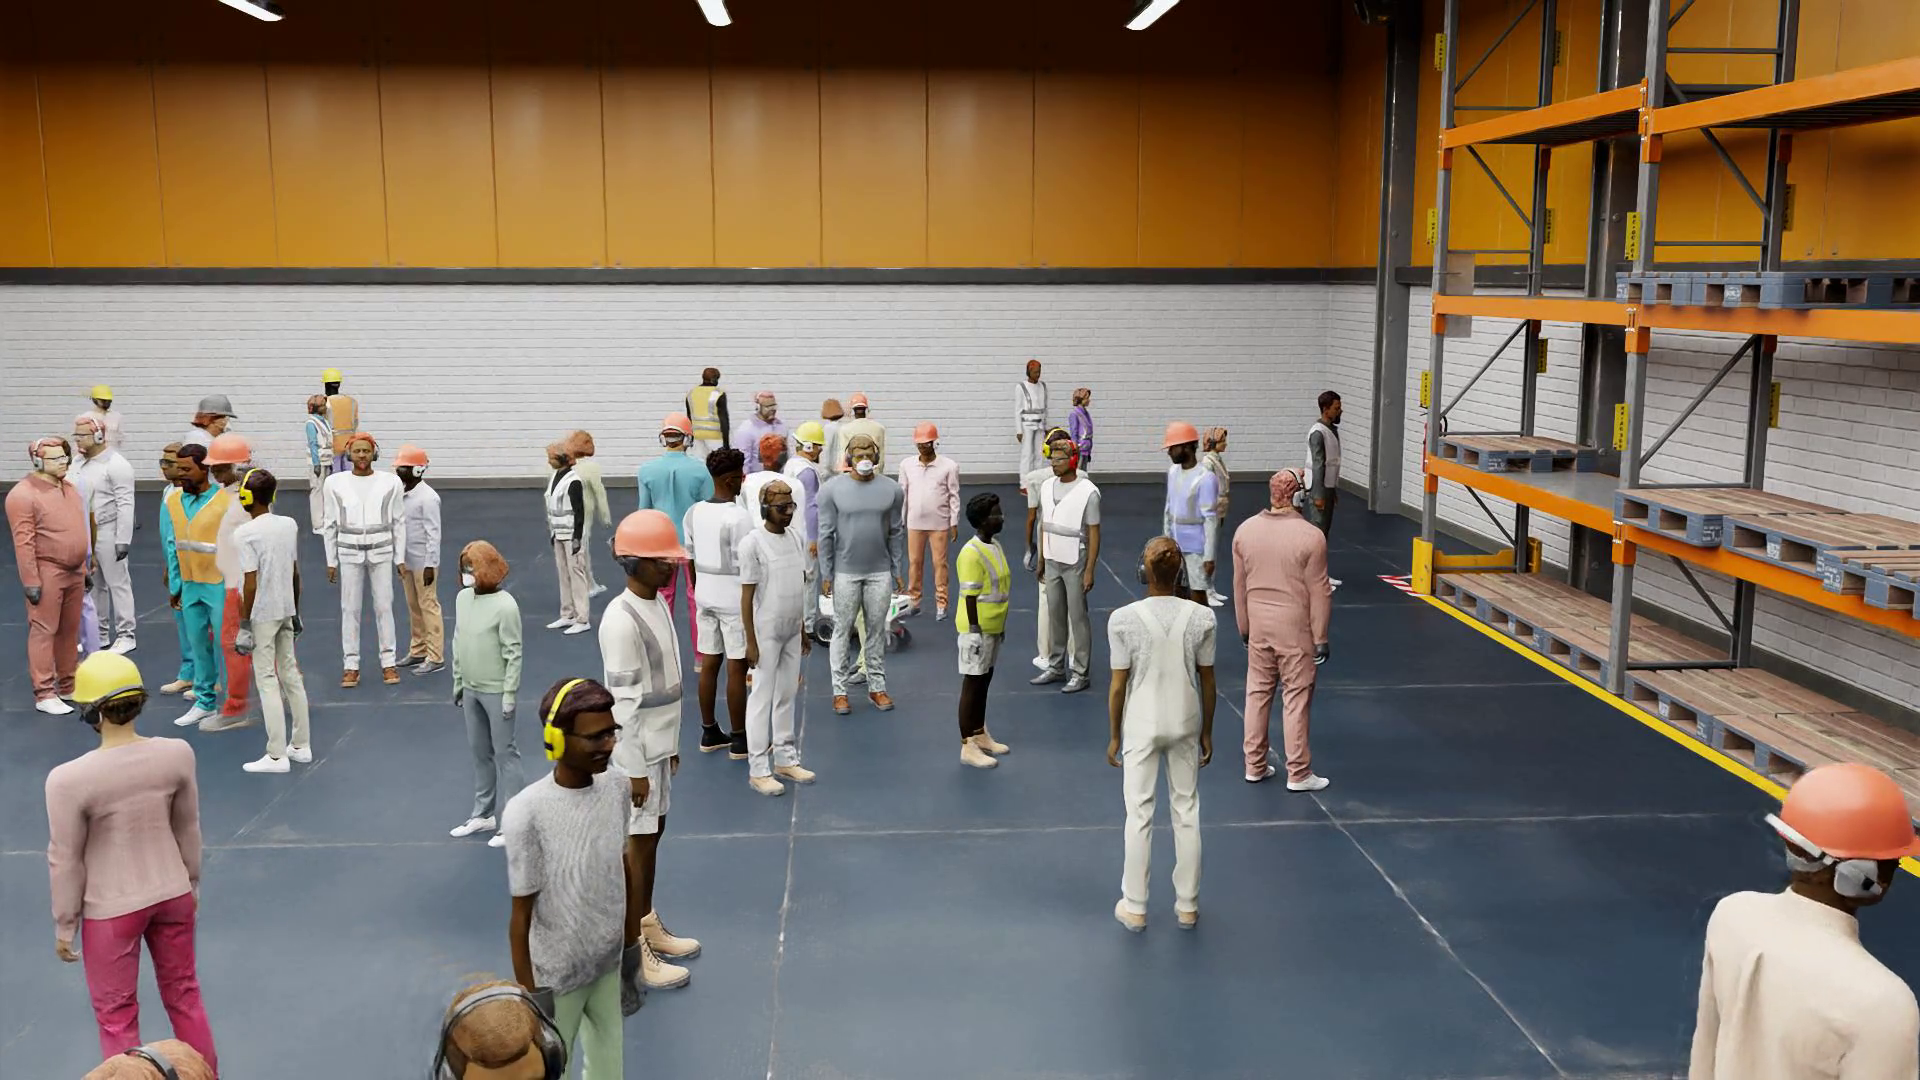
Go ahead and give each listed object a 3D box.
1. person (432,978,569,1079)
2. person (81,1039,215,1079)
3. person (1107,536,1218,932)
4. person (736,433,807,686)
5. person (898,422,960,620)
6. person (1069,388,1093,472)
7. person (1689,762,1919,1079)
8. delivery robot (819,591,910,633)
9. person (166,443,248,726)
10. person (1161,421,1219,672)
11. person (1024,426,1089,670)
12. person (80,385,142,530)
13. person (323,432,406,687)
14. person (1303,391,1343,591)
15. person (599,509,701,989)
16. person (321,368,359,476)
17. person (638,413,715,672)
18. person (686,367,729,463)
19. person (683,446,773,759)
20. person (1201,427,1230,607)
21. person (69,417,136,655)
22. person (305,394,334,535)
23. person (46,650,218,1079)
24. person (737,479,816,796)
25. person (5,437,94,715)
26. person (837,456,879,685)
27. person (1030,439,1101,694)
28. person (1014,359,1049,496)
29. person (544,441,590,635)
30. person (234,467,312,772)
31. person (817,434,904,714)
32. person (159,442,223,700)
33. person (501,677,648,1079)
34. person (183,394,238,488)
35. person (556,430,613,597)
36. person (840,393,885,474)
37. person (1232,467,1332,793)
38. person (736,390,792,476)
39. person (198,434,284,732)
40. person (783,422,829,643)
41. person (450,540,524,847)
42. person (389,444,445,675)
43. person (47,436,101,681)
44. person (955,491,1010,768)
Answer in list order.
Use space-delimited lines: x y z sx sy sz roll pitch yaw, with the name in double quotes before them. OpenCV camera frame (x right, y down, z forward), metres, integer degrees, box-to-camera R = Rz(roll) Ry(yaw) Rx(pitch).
"person" -0.756 1.657 3.016 0.960 1.789 0.518 8 12 41
"person" -1.453 1.717 3.135 0.520 1.639 0.312 3 10 20
"person" 0.922 0.892 7.668 0.508 1.846 0.345 -1 9 -5
"person" -1.377 0.158 12.180 0.577 1.881 0.350 4 10 23
"person" -0.287 -0.166 14.596 0.575 1.749 0.335 2 9 14
"person" 1.485 -1.059 20.558 0.310 1.642 0.514 4 10 22
"person" 1.847 1.456 3.710 0.502 1.976 0.631 -1 9 -5
"delivery robot" -0.774 0.552 13.548 0.707 0.478 0.477 4 10 21
"person" -5.028 0.303 11.138 0.596 1.916 0.374 3 9 18
"person" 1.754 0.048 12.740 0.458 1.923 0.575 -4 10 -25
"person" 0.749 0.065 12.769 0.510 1.877 0.329 -1 9 -4
"person" -9.992 -0.937 19.493 0.819 1.732 0.539 7 12 39
"person" -4.380 0.140 12.268 0.574 1.885 0.356 -3 10 -19
"person" 3.508 -0.481 16.064 0.388 1.919 0.593 4 10 23
"person" -1.323 0.879 7.132 0.377 2.044 0.608 0 9 2
"person" -7.421 -1.080 19.795 0.366 1.926 0.594 5 10 30
"person" -2.128 0.026 12.664 0.609 1.986 0.387 1 9 4
"person" -3.305 -1.344 21.752 0.726 1.831 0.431 5 10 29
"person" -1.464 0.389 10.447 0.602 1.967 0.366 8 12 41
"person" 2.322 -0.220 15.294 0.308 1.641 0.514 3 9 16
"person" -6.874 -0.029 13.261 0.641 1.908 0.407 4 10 23
"person" -7.469 -0.877 19.422 0.308 1.641 0.514 -1 9 -6
"person" -2.857 1.248 5.720 0.352 1.758 0.524 5 11 31
"person" -1.072 0.559 9.761 0.335 1.845 0.513 6 11 35
"person" -6.273 0.239 11.574 0.407 1.910 0.639 1 9 6
"person" -0.746 0.192 12.352 0.324 1.752 0.561 -1 9 -4
"person" 0.788 0.181 12.127 0.378 1.844 0.569 -8 12 -40
"person" 0.994 -1.538 22.835 0.586 1.878 0.358 -8 12 -40
"person" -3.323 -0.024 14.063 0.316 1.638 0.517 -7 11 -36
"person" -4.217 0.492 10.140 0.309 1.859 0.535 3 9 17
"person" -0.677 0.231 11.532 0.628 1.940 0.373 -3 10 -20
"person" -5.538 0.218 11.896 0.513 1.846 0.335 6 11 35
"person" -1.140 1.315 4.986 0.318 1.860 0.512 6 11 32
"person" -6.412 -0.262 14.302 0.540 2.000 0.701 -2 9 -13
"person" -3.431 -0.211 15.338 0.509 1.603 0.775 6 11 34
"person" -1.081 -0.727 18.134 0.564 1.747 0.339 -6 11 -33
"person" 1.915 0.524 9.787 0.638 1.909 0.408 9 13 44
"person" -1.913 -0.544 16.546 0.398 1.897 0.645 8 12 40
"person" -4.827 0.273 11.135 0.627 1.979 0.658 -7 11 -37
"person" -1.253 -0.067 13.763 0.403 1.823 0.588 -3 10 -19
"person" -2.523 0.808 8.861 0.500 1.632 0.288 7 11 35
"person" -4.147 0.140 12.666 0.321 1.756 0.563 -8 12 -42
"person" -6.687 0.135 12.463 0.346 1.836 0.518 3 9 18
"person" 0.147 0.544 10.312 0.320 1.699 0.531 3 10 18
